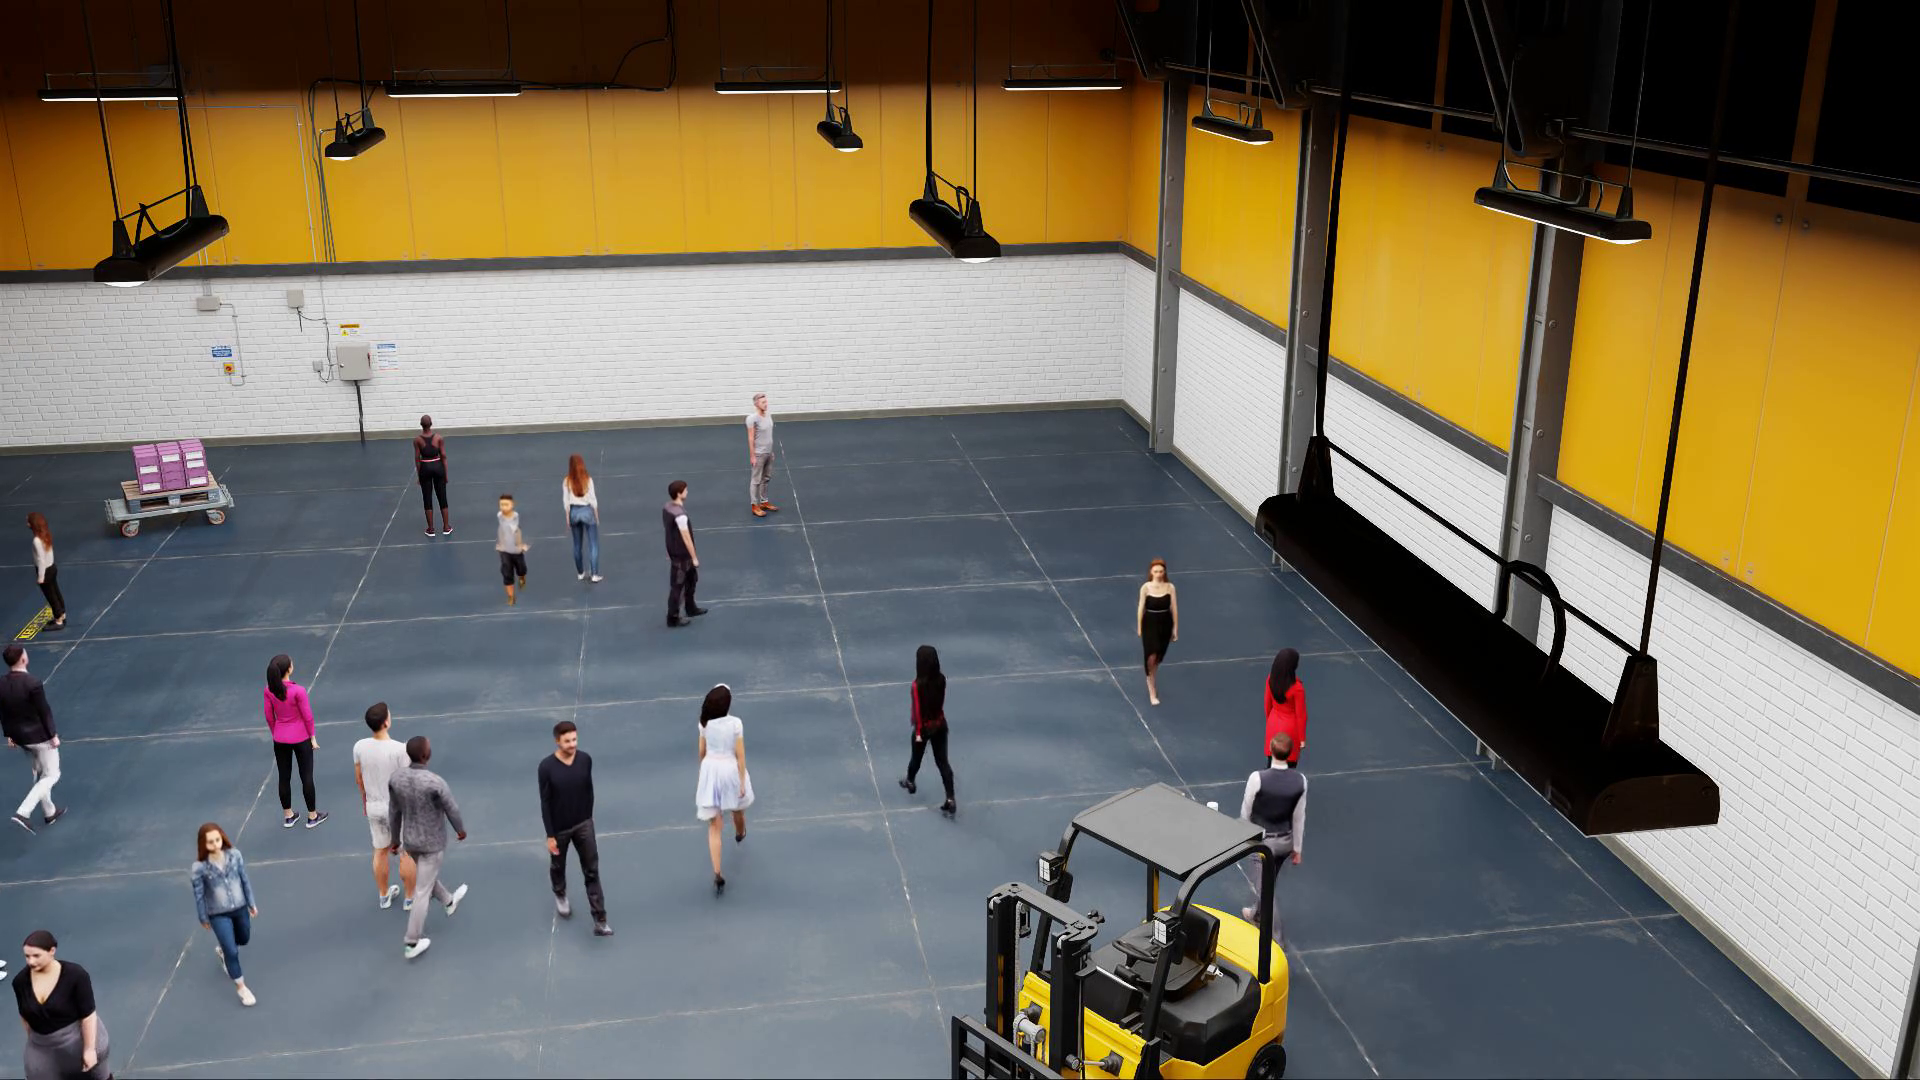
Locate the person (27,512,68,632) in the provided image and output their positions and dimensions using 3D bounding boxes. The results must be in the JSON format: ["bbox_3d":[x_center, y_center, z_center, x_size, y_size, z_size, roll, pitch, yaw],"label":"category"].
[{"bbox_3d":[-11.060,0.371,20.148,0.601,1.484,0.411,-4,19,-11],"label":"person"}]

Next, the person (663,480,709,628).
[{"bbox_3d":[-3.487,0.186,20.157,0.854,1.830,0.836,-9,21,-24],"label":"person"}]

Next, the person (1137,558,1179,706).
[{"bbox_3d":[2.147,0.951,18.259,0.565,1.591,0.953,-3,19,-9],"label":"person"}]

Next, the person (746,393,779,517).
[{"bbox_3d":[-2.937,-1.288,24.537,0.822,1.828,0.721,10,21,26],"label":"person"}]

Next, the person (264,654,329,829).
[{"bbox_3d":[-6.199,1.852,15.417,0.651,1.698,0.648,2,19,6],"label":"person"}]

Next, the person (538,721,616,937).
[{"bbox_3d":[-3.276,2.348,13.756,0.916,1.818,1.286,-10,21,-28],"label":"person"}]

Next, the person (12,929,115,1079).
[{"bbox_3d":[-5.877,3.321,11.025,0.661,1.717,1.044,-3,19,-8],"label":"person"}]

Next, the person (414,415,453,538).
[{"bbox_3d":[-7.481,-0.925,23.570,0.619,1.758,0.588,-7,20,-21],"label":"person"}]

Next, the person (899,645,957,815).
[{"bbox_3d":[-0.212,1.817,15.659,0.949,1.609,1.148,-15,24,-38],"label":"person"}]

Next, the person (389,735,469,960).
[{"bbox_3d":[-4.363,2.496,13.356,1.064,1.793,1.260,7,20,19],"label":"person"}]

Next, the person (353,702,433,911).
[{"bbox_3d":[-4.817,2.241,14.018,0.757,1.853,0.698,4,19,11],"label":"person"}]

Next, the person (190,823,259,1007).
[{"bbox_3d":[-5.685,2.839,12.856,0.974,1.462,0.887,15,24,38],"label":"person"}]

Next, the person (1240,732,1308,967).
[{"bbox_3d":[2.493,2.476,13.240,0.678,1.905,1.245,-4,19,-12],"label":"person"}]

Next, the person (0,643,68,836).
[{"bbox_3d":[-8.546,1.849,15.227,0.898,1.825,1.065,4,19,12],"label":"person"}]

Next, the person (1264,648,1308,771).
[{"bbox_3d":[3.011,1.812,15.456,0.788,1.748,0.705,-16,24,-40],"label":"person"}]

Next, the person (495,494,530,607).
[{"bbox_3d":[-5.715,0.039,21.208,0.619,1.438,0.968,-2,19,-6],"label":"person"}]

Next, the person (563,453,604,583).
[{"bbox_3d":[-4.940,-0.300,21.745,0.655,1.737,0.660,1,19,3],"label":"person"}]

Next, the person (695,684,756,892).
[{"bbox_3d":[-2.071,2.173,14.371,0.821,1.756,1.282,1,19,3],"label":"person"}]
